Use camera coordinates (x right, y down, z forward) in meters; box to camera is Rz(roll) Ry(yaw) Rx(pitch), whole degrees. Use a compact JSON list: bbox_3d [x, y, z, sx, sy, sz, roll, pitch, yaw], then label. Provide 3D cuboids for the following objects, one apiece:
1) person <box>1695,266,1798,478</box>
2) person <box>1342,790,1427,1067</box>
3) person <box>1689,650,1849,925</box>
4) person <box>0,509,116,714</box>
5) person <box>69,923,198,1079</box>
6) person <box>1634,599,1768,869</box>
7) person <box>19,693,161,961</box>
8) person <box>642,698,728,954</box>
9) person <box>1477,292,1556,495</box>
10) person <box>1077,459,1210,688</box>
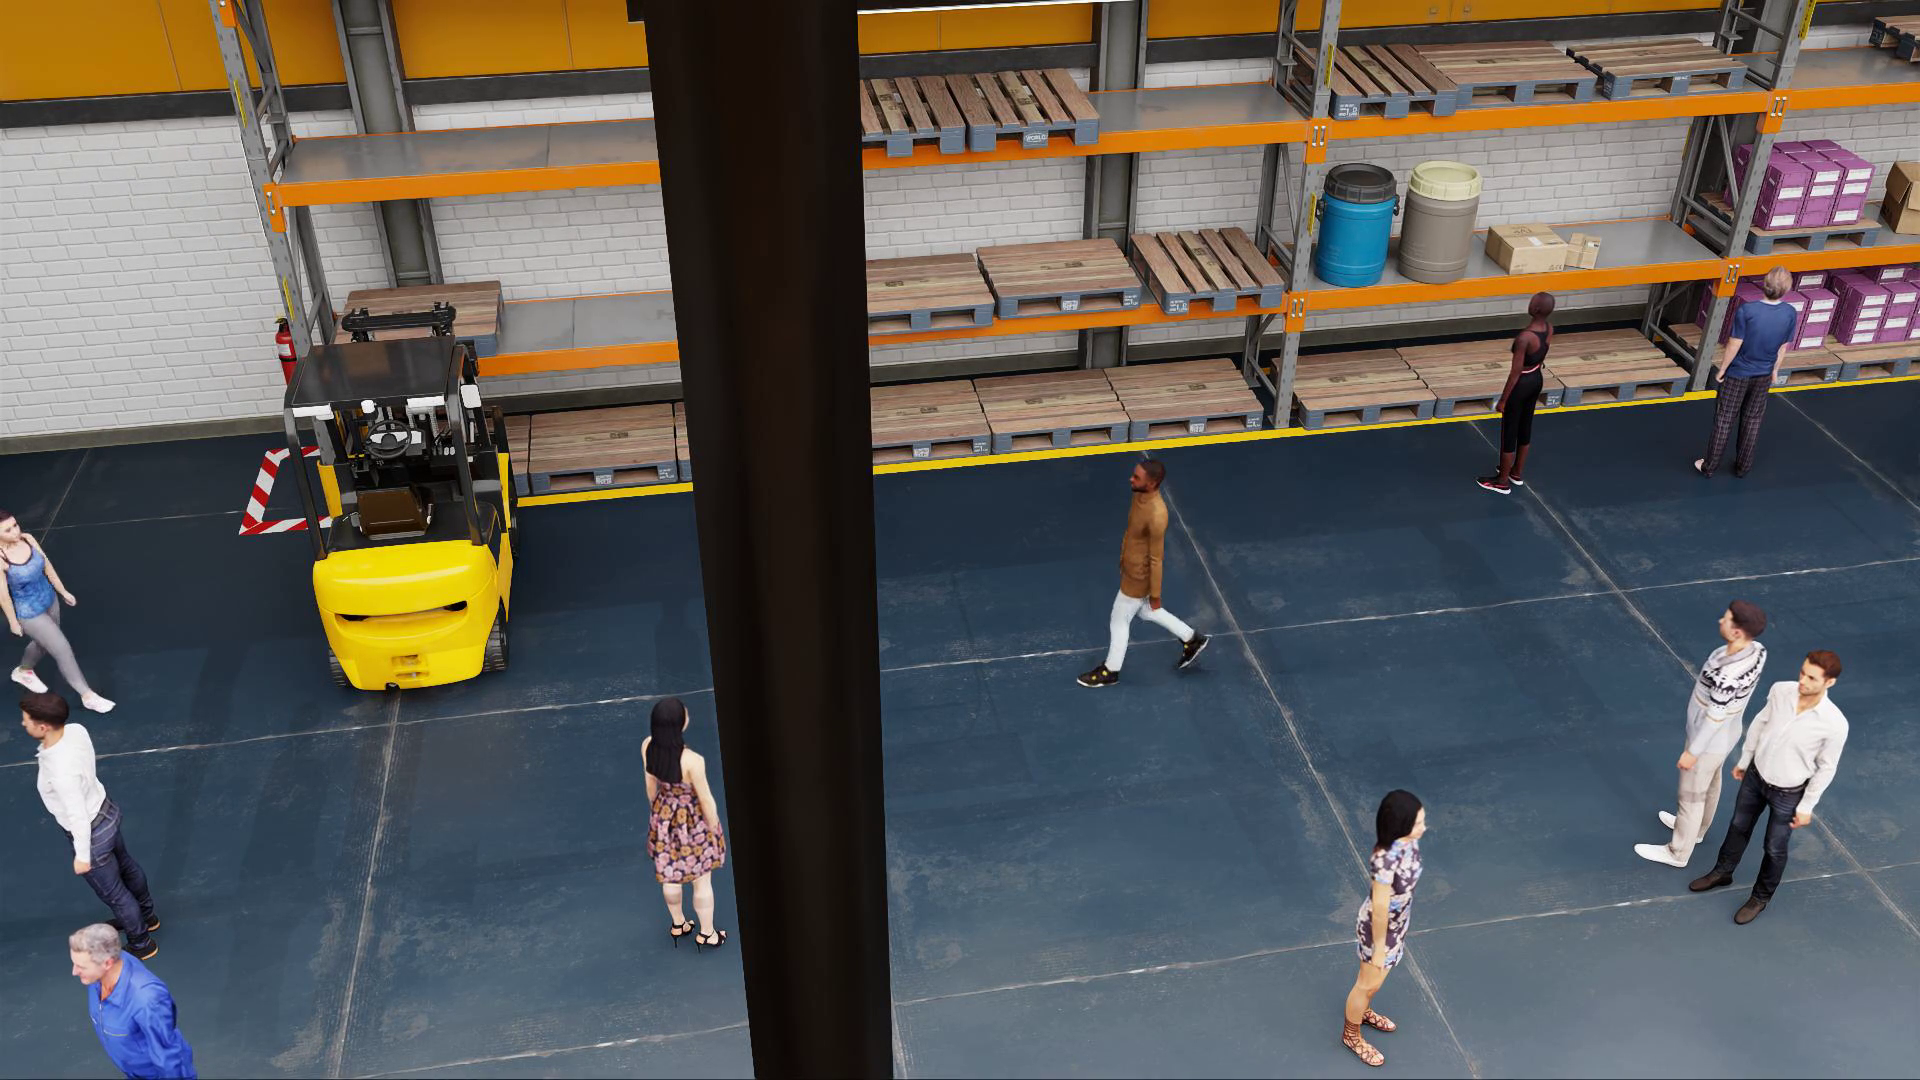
[{"bbox_3d":[6.444,-1.363,13.580,0.557,1.871,0.769,2,34,3],"label":"person"},{"bbox_3d":[2.207,1.990,8.659,0.710,1.734,0.669,17,37,24],"label":"person"},{"bbox_3d":[4.652,1.377,9.458,0.666,1.871,0.724,-17,37,-24],"label":"person"},{"bbox_3d":[-6.221,0.457,11.104,1.103,1.581,0.797,5,34,7],"label":"person"},{"bbox_3d":[-3.787,2.467,7.860,0.776,1.825,0.819,23,40,31],"label":"person"},{"bbox_3d":[4.449,1.141,9.820,0.824,1.862,0.734,26,42,34],"label":"person"},{"bbox_3d":[-4.774,1.575,9.162,0.593,1.869,0.627,-8,34,-12],"label":"person"},{"bbox_3d":[-1.532,1.585,9.233,0.790,1.774,0.863,15,37,22],"label":"person"},{"bbox_3d":[4.554,-1.199,13.434,0.617,1.758,0.722,-25,41,-32],"label":"person"},{"bbox_3d":[1.305,0.228,11.261,1.166,1.788,0.687,-4,34,-6],"label":"person"}]
